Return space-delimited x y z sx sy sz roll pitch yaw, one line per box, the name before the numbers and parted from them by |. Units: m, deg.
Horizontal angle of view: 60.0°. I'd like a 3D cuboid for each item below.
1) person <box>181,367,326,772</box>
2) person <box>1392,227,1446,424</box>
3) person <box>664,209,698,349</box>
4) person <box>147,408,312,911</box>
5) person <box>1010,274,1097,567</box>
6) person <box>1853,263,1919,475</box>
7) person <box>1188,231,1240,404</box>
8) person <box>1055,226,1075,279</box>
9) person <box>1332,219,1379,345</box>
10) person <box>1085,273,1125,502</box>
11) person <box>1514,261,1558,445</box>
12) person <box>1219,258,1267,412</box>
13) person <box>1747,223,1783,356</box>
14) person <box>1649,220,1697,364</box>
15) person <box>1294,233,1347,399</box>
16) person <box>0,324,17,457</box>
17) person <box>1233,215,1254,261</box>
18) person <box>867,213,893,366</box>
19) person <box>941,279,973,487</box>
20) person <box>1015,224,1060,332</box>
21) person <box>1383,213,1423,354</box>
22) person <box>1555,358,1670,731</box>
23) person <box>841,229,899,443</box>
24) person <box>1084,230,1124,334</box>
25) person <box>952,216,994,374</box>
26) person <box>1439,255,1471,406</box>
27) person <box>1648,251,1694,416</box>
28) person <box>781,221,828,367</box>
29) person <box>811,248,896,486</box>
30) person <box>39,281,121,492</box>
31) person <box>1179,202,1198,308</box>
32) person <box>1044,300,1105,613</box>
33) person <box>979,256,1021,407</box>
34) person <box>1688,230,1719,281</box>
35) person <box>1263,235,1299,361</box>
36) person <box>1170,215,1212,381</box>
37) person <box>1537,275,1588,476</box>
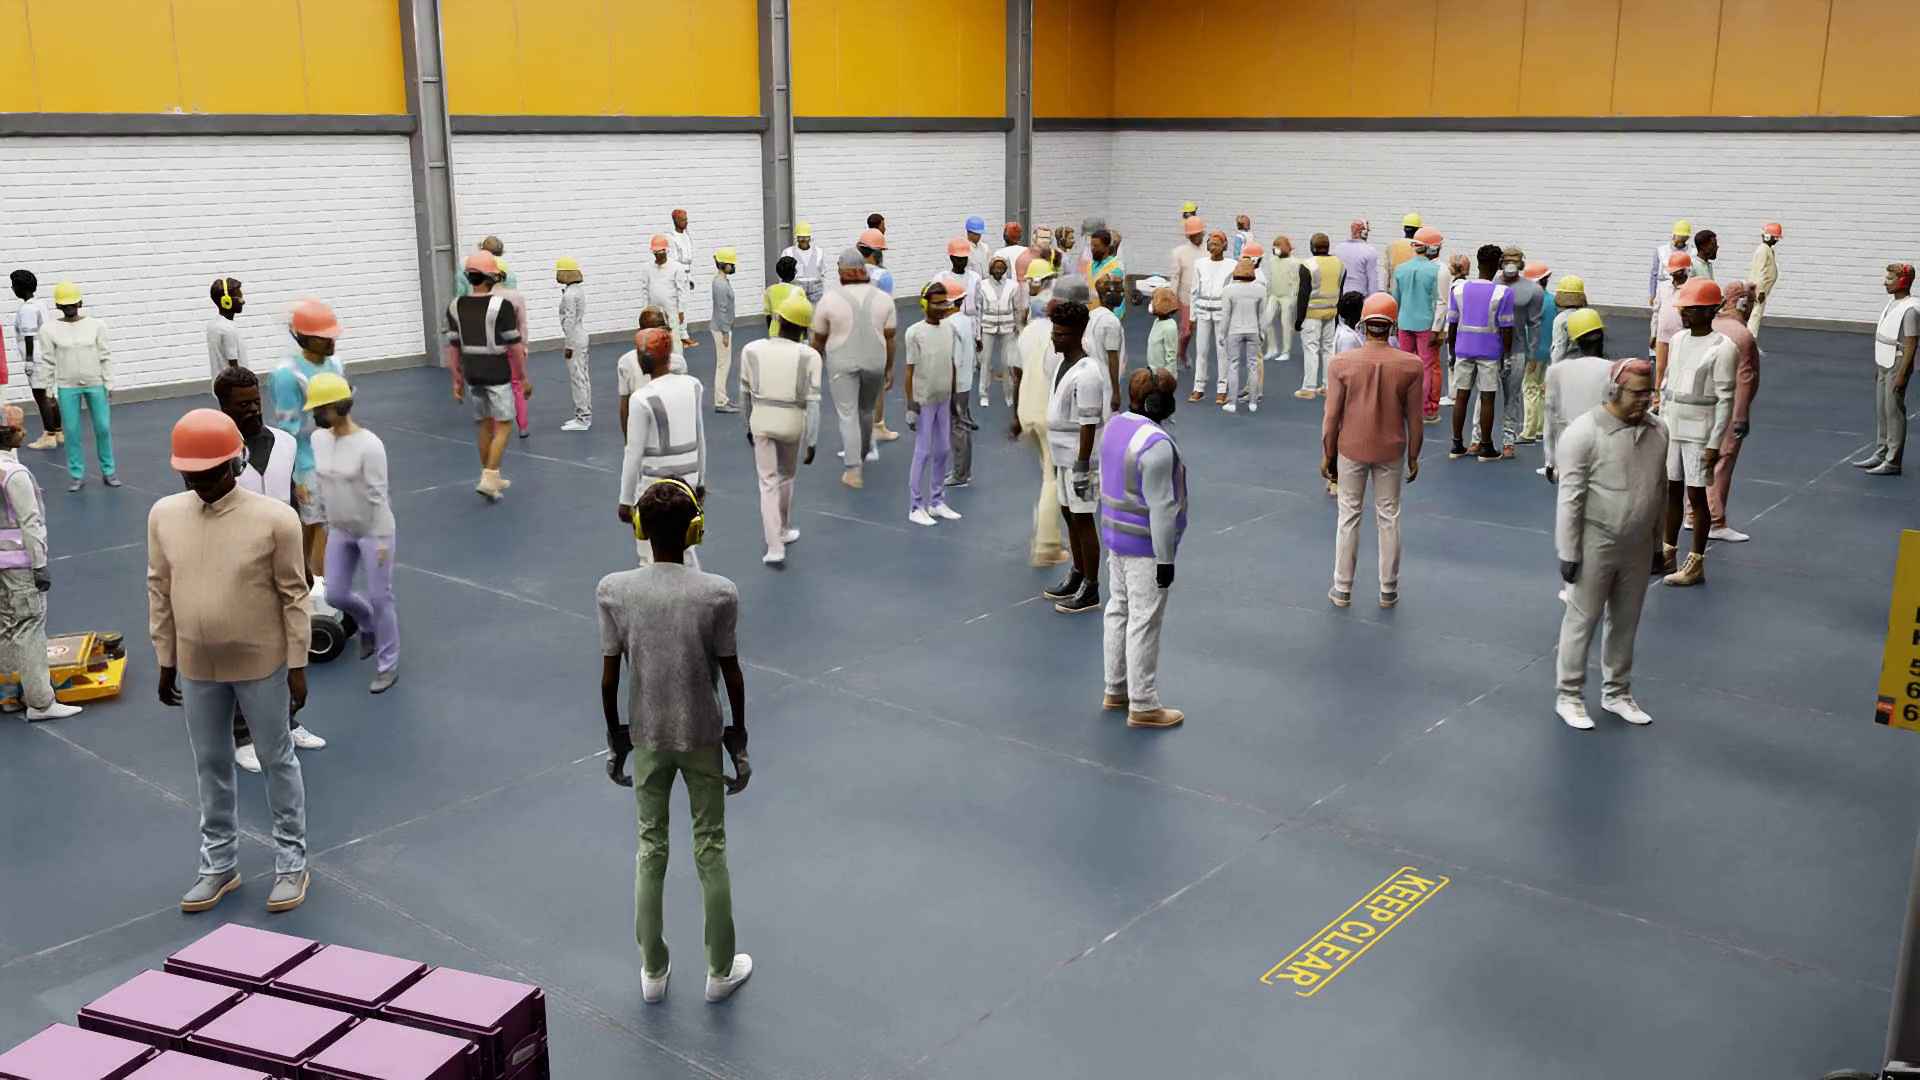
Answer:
person | -3.371 0.124 7.927 0.391 1.919 0.591 8 16 28
person | 4.699 -2.189 17.012 0.378 1.996 0.610 -12 19 -40
person | -3.831 -3.579 22.796 0.357 1.883 0.573 5 15 21
person | -2.805 0.471 6.397 0.609 1.989 0.391 0 14 1
person | 0.724 -0.843 11.543 0.654 2.000 0.724 -10 17 -35
person | 8.157 -1.481 14.492 0.377 1.841 0.567 3 14 13
person | 2.782 -2.434 18.222 0.572 1.883 0.354 6 15 23
person | 1.206 -2.826 19.890 0.341 1.840 0.504 1 14 5
person | 4.782 -2.911 20.081 0.403 1.906 0.651 -12 18 -39
person | 1.177 -1.238 13.516 0.350 1.846 0.506 -5 15 -18
person | 5.464 -1.779 15.884 0.337 1.743 0.563 11 18 38
person | 3.009 -2.180 17.709 0.507 1.631 0.265 -2 14 -6
person | 10.671 -3.331 22.086 0.337 1.742 0.562 7 16 25
person | 9.074 -3.140 21.145 0.588 1.833 0.403 4 14 14
person | 3.986 -2.496 18.556 0.629 1.840 0.429 -7 16 -27
person | -8.453 -1.404 14.401 0.573 1.738 0.351 13 19 43
person | 4.418 -4.243 25.969 0.315 1.631 0.512 10 17 35
person | -1.096 -3.156 21.035 0.375 1.916 0.599 -6 15 -22
person | -0.069 -1.327 14.060 0.342 1.750 0.568 3 14 11
person | 0.928 -2.635 18.986 0.643 1.905 0.400 -11 18 -38
person | 5.624 -3.135 20.937 0.594 1.922 0.382 12 18 40
person | 3.296 0.023 8.383 0.647 1.897 0.399 -5 15 -19
person | -0.848 -1.965 16.027 0.613 2.039 0.399 11 17 36
person | 1.526 -2.359 17.852 0.380 1.916 0.596 -8 16 -29
person | 0.160 -2.990 20.350 0.420 1.932 0.621 13 19 42
person | 5.391 -2.277 18.088 0.307 1.641 0.512 6 15 23
person | 7.373 -2.107 17.193 0.337 1.742 0.571 -9 17 -31
person | -1.940 -3.062 20.831 0.603 1.830 0.404 -4 15 -16
person | -0.946 -1.530 14.287 0.697 2.000 0.934 -5 15 -21
person | -7.332 -1.276 13.863 0.529 1.757 0.355 -9 17 -31
person | 3.814 -4.741 27.697 0.339 1.761 0.524 0 14 2
person | 0.716 -0.524 10.442 0.374 1.959 0.602 -3 14 -12
person | 0.404 -2.258 18.030 0.519 1.631 0.313 -1 14 -5
person | 7.851 -2.346 17.802 0.390 1.918 0.587 12 18 40
person | 4.124 -3.106 21.446 0.478 1.614 0.524 -12 19 -40
person | 2.817 -2.921 20.005 0.625 1.963 0.699 -1 14 -5
person | 5.273 -1.432 14.498 0.490 1.743 0.324 -11 18 -37
